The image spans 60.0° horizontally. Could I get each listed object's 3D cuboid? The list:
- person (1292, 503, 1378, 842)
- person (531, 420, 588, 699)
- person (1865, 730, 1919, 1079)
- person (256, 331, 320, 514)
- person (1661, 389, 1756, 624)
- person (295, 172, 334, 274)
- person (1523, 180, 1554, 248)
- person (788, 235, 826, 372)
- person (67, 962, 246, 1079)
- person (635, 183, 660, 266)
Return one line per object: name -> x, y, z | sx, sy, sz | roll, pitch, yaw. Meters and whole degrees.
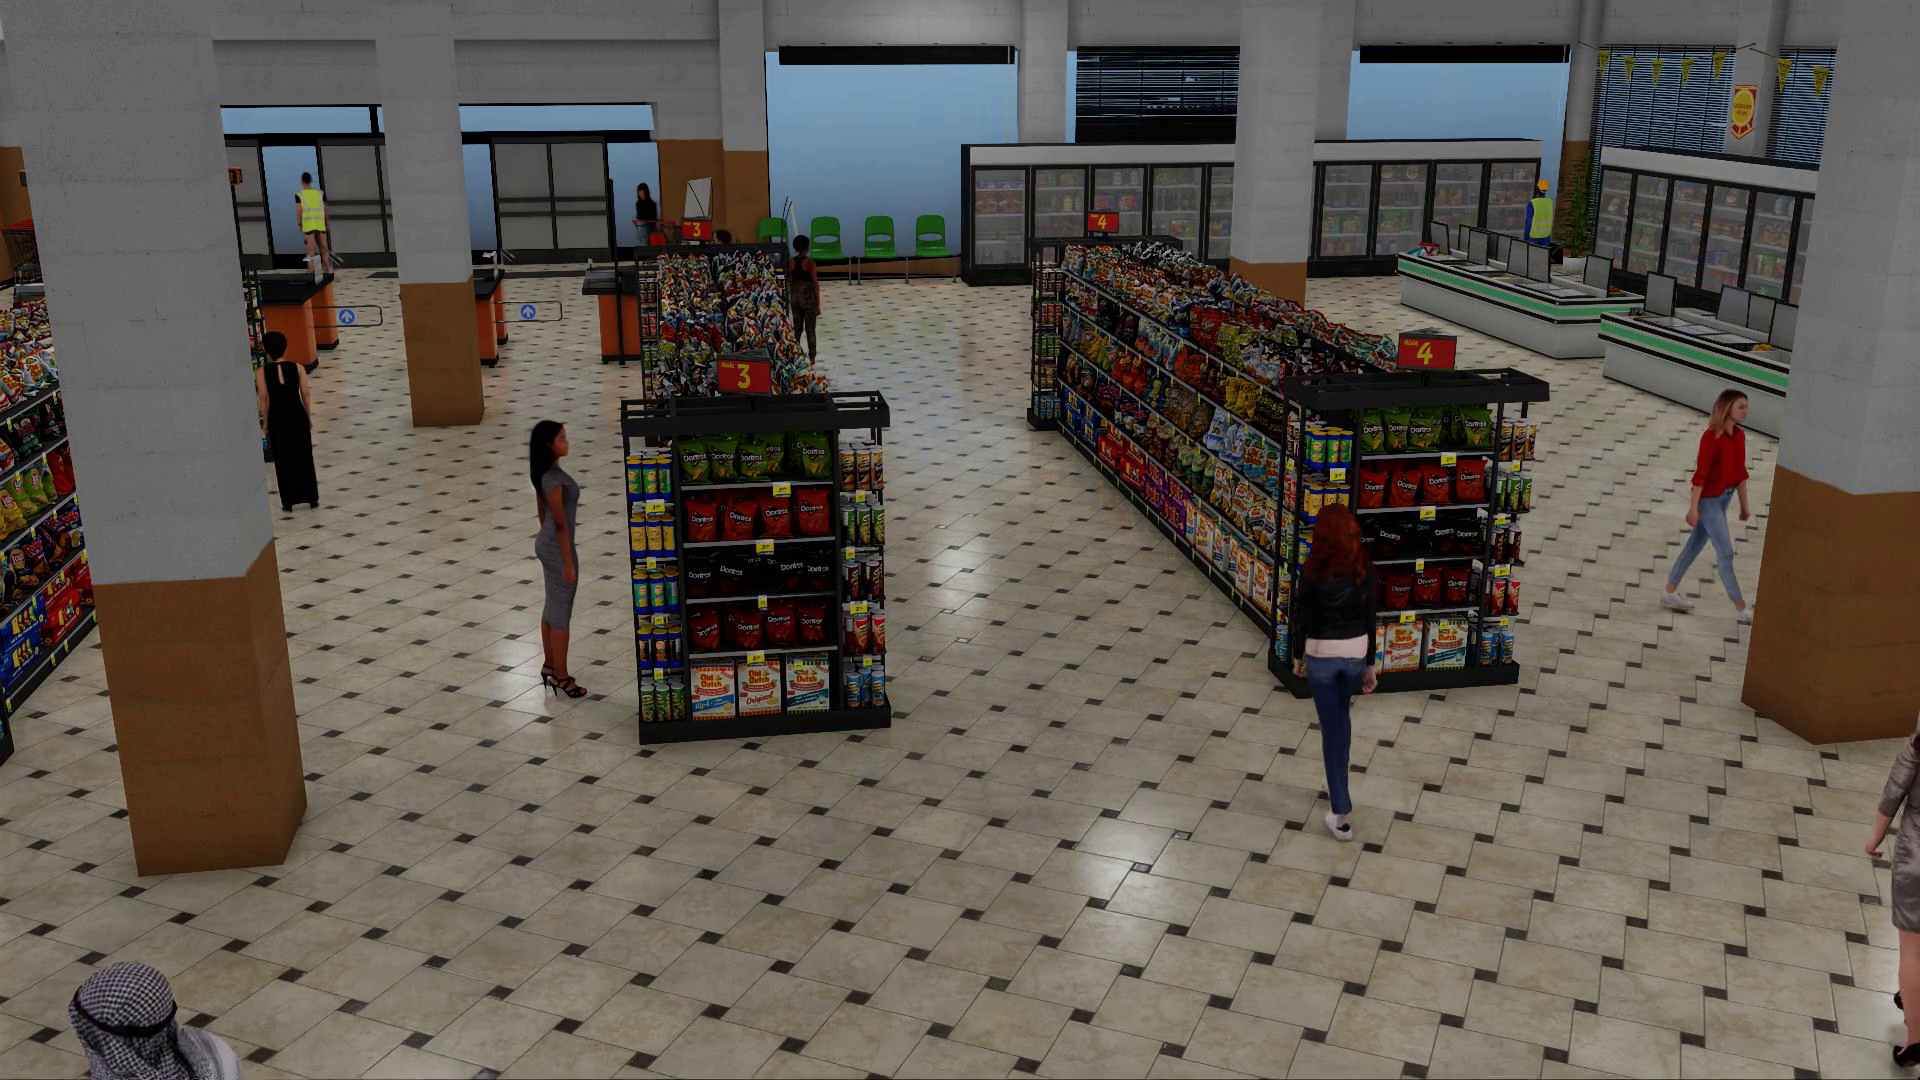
person -> 1.975, 0.711, 8.619 | 0.592, 1.765, 0.848 | -1, 17, -5
person -> -2.562, 0.118, 10.547 | 0.708, 1.780, 0.562 | -8, 19, -25
person -> 3.903, 1.346, 6.603 | 0.781, 1.722, 0.939 | 3, 17, 11
person -> -5.929, -1.038, 14.661 | 0.630, 1.601, 0.606 | -8, 19, -26
person -> 5.354, -0.258, 11.984 | 0.946, 1.664, 1.169 | -12, 21, -35
person -> -11.097, -5.375, 28.526 | 0.838, 1.844, 0.871 | -14, 22, -38
person -> 9.508, -5.008, 27.373 | 0.671, 1.812, 0.559 | -4, 17, -12
person -> -1.969, -2.991, 20.924 | 0.666, 1.700, 0.706 | 9, 19, 26
person -> -1.906, 1.954, 4.281 | 0.891, 1.908, 0.906 | 2, 17, 7
person -> -5.368, -5.355, 28.836 | 0.752, 1.627, 0.830 | 4, 17, 14
